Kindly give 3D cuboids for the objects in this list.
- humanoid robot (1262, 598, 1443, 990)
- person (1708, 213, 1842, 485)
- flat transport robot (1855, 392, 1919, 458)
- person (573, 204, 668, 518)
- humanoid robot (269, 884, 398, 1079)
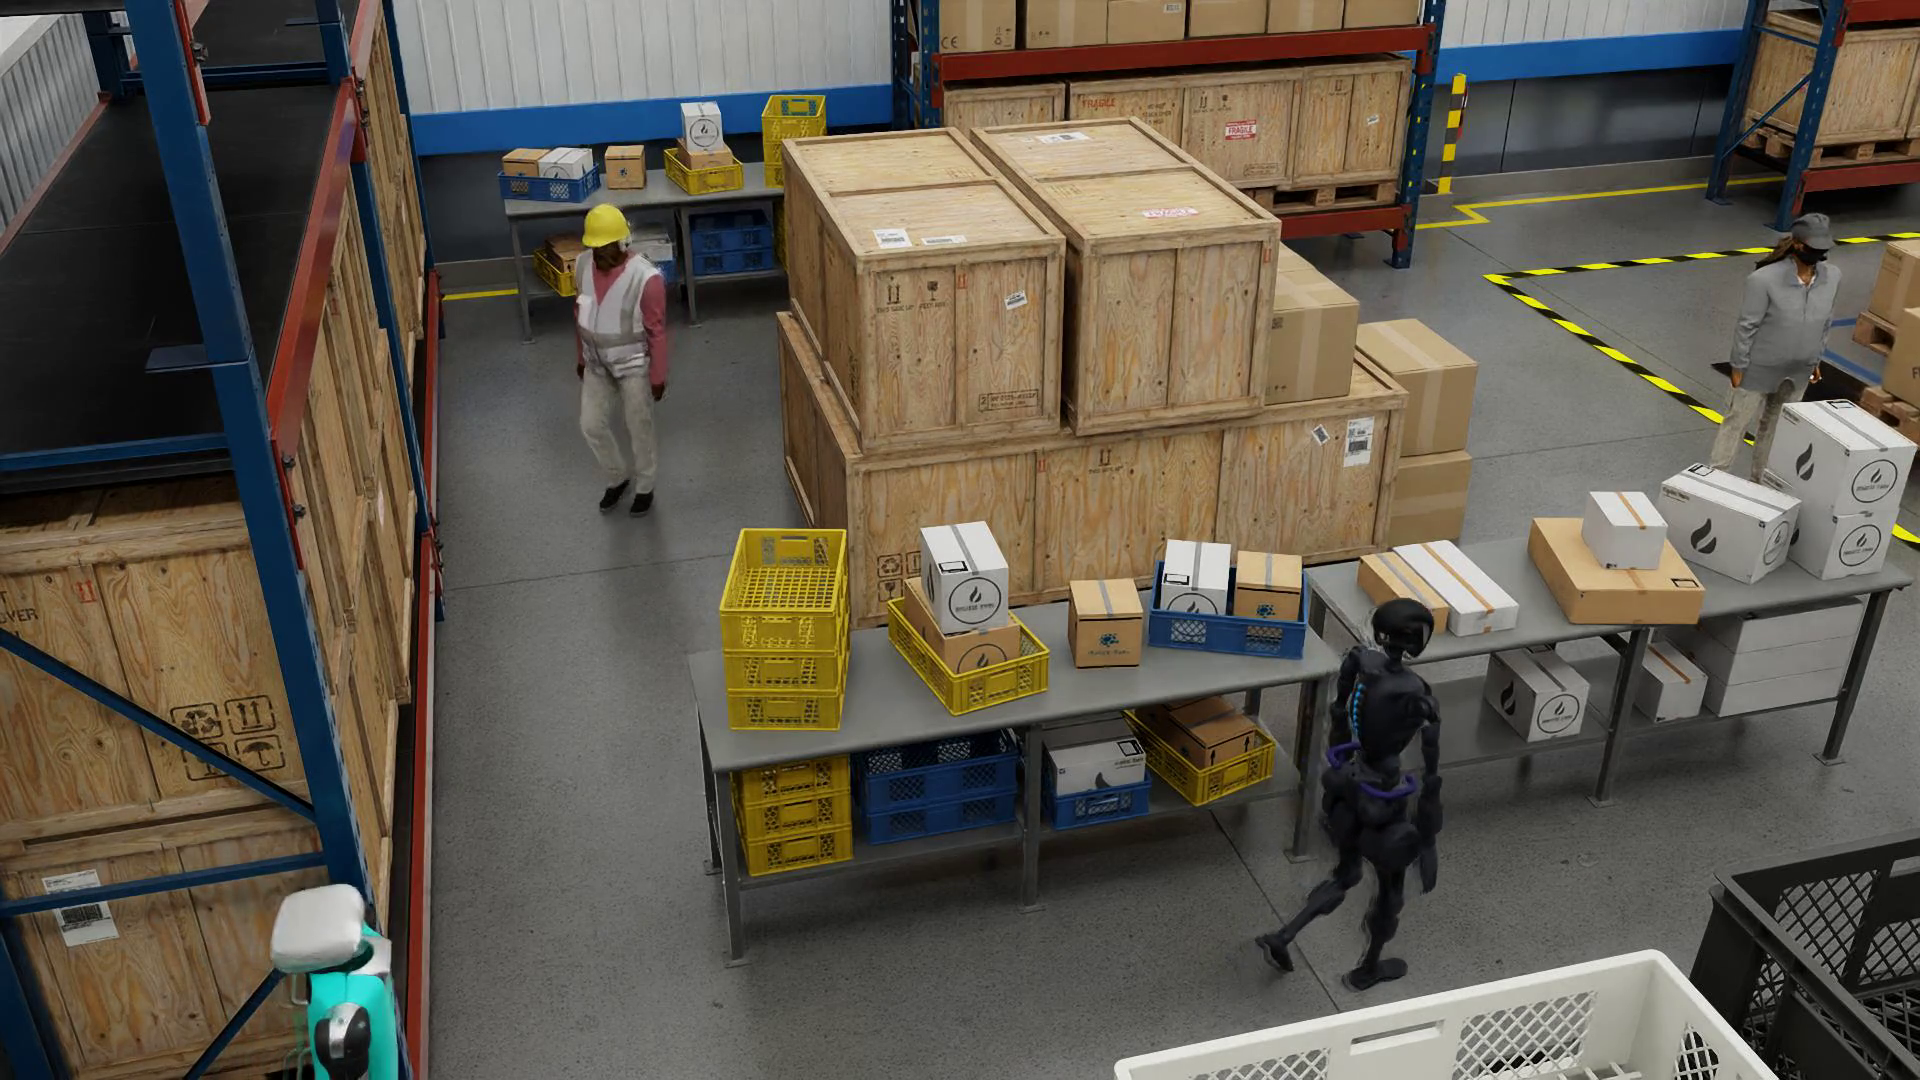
[{"bbox_3d":[1.437,0.951,5.934,0.502,1.636,0.613,-13,31,-22],"label":"humanoid robot"},{"bbox_3d":[4.581,-0.991,9.359,0.573,1.768,0.399,-4,29,-8],"label":"person"},{"bbox_3d":[6.181,-0.568,10.120,0.652,0.197,1.431,-7,30,-13],"label":"flat transport robot"},{"bbox_3d":[-1.913,-0.982,9.286,0.627,1.812,0.500,13,31,22],"label":"person"},{"bbox_3d":[-1.848,1.714,4.528,1.028,1.770,0.549,-8,30,-13],"label":"humanoid robot"}]
